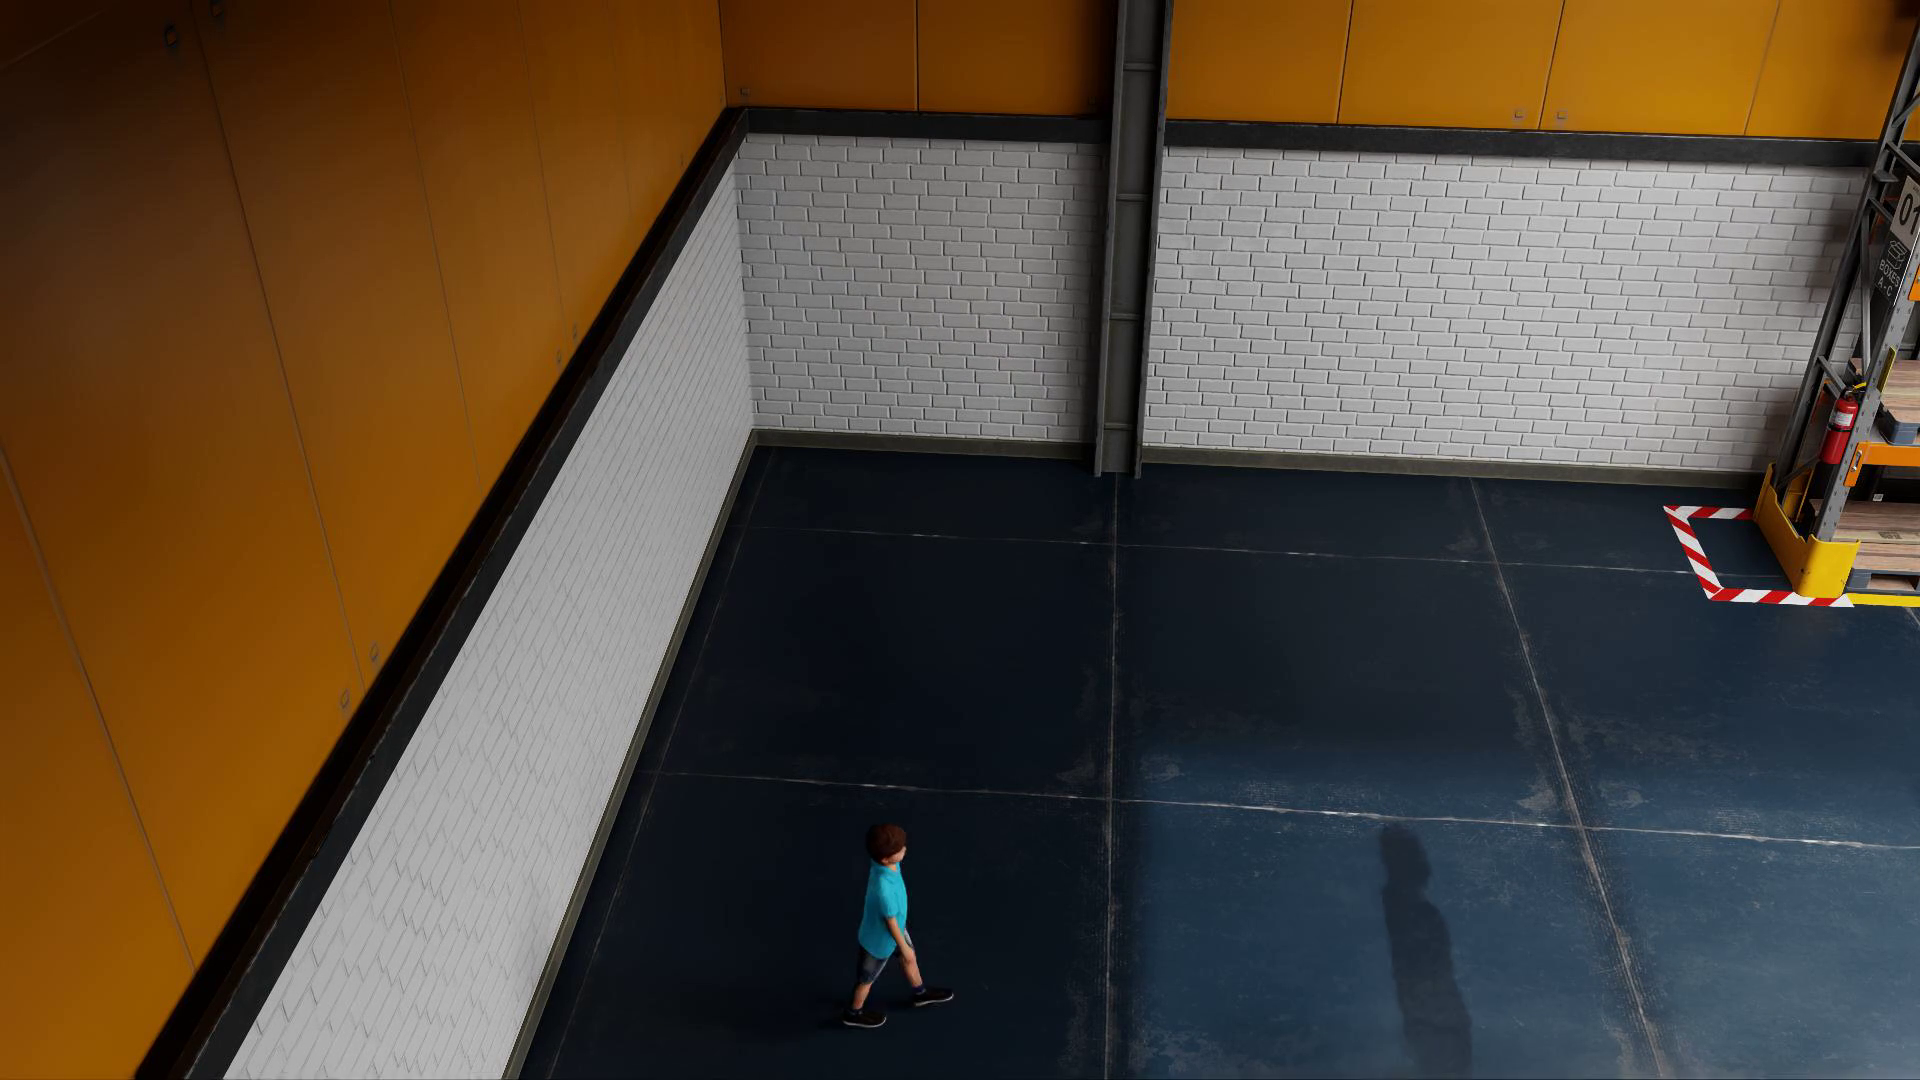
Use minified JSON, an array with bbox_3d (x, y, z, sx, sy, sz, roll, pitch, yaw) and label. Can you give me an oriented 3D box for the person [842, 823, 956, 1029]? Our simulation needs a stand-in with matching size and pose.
[{"bbox_3d":[-0.487,2.087,8.940,0.835,1.425,0.531,3,34,4],"label":"person"}]
